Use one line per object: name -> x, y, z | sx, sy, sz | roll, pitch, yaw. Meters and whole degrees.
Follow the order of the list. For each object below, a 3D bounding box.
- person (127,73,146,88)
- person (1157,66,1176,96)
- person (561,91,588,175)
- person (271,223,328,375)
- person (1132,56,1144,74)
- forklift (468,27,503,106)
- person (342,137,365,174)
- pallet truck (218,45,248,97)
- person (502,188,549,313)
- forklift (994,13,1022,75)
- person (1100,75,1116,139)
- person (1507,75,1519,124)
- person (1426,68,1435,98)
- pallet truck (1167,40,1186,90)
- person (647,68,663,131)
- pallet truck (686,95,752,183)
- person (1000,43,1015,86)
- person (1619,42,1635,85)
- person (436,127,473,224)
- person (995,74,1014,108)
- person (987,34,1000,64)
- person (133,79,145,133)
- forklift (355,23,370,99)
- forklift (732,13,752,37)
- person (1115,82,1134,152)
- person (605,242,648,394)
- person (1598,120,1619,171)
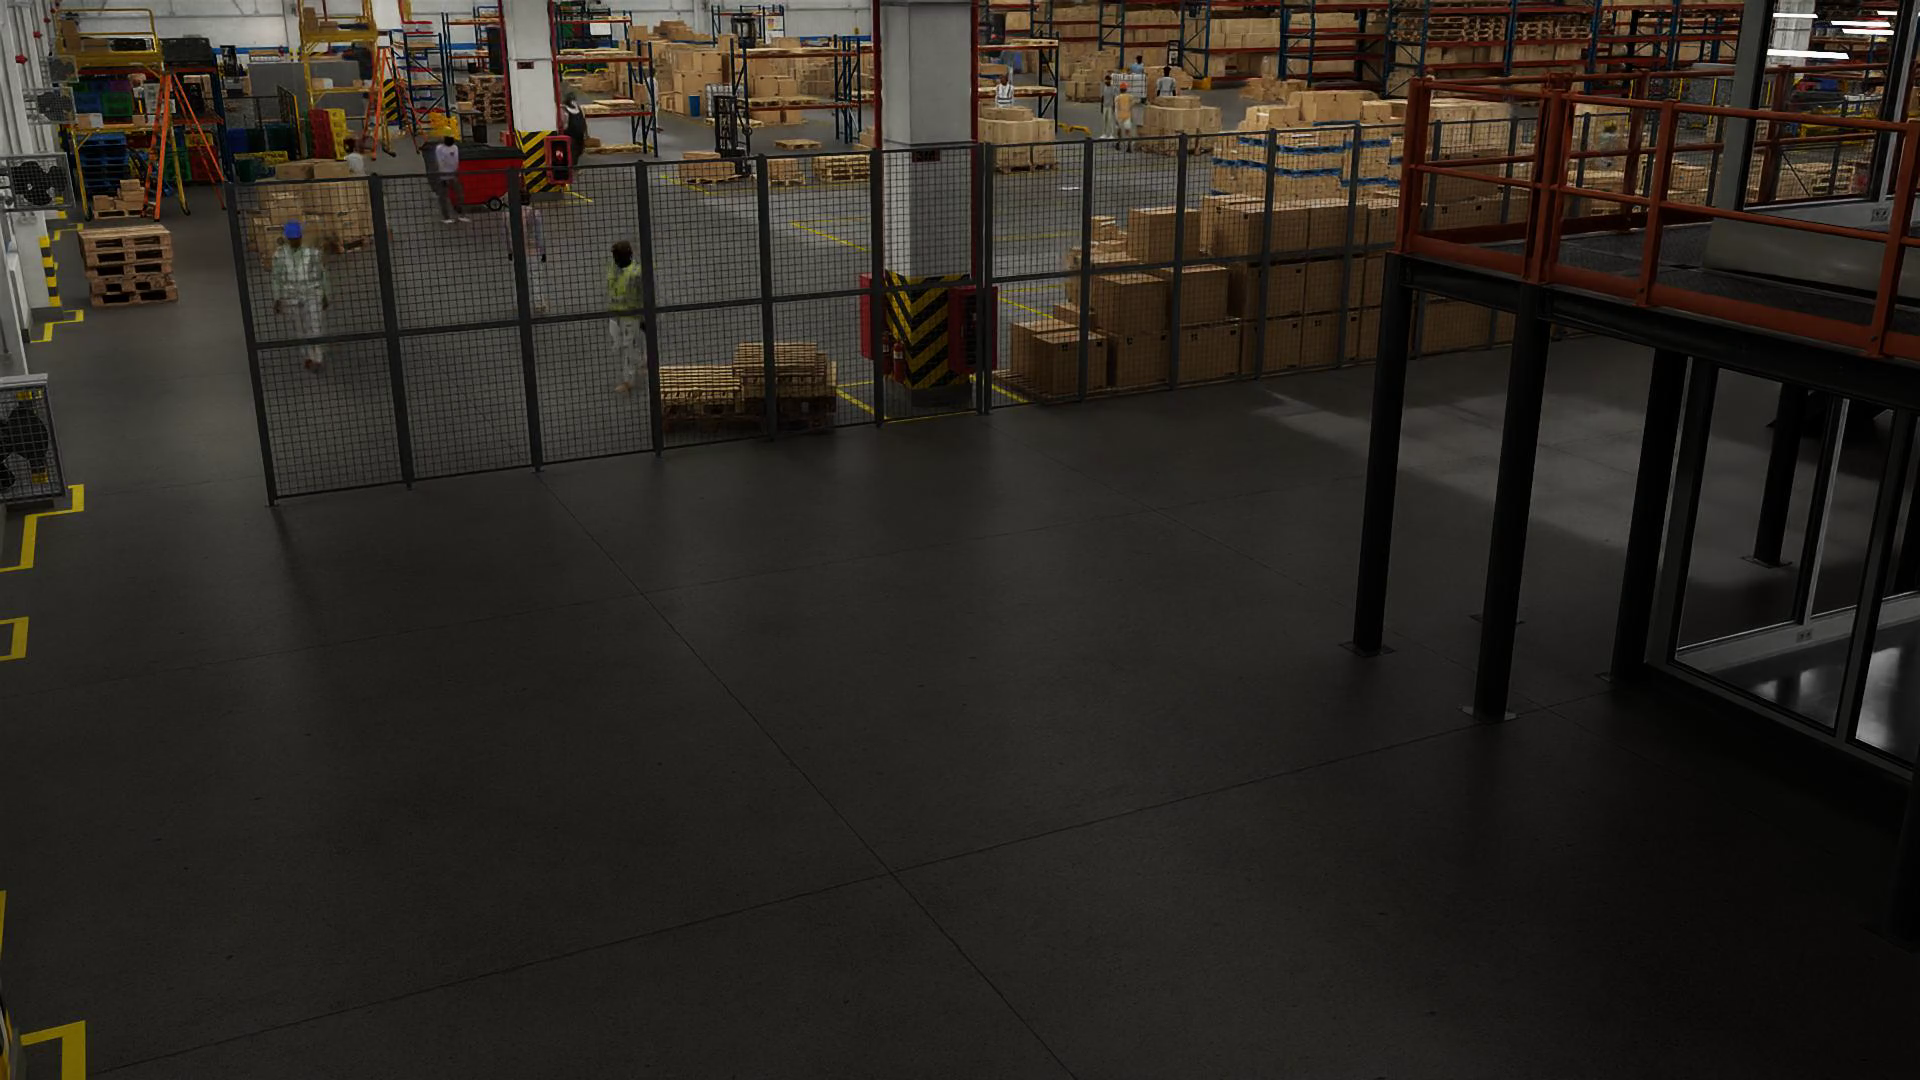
person -> -27.182, -14.806, 55.040 | 0.376, 1.921, 0.586 | 18, 26, 41
person -> 6.484, -13.897, 52.336 | 0.612, 1.965, 0.361 | 0, 19, -1
person -> -9.629, -10.128, 41.298 | 0.776, 2.000, 0.680 | 17, 25, 40
person -> -8.300, -3.028, 20.923 | 0.618, 1.898, 0.969 | -4, 19, -11
person -> 6.896, -17.992, 64.669 | 0.538, 1.667, 0.829 | -12, 23, -32
forklift -> -17.087, -17.398, 61.104 | 1.873, 2.768, 1.129 | -9, 21, -25
person -> -11.518, -6.782, 31.896 | 0.591, 1.843, 0.514 | 4, 20, 12
pallet truck -> -28.879, -18.665, 66.111 | 0.823, 1.965, 1.885 | -3, 19, -9
person -> -6.421, -4.284, 24.661 | 0.634, 1.839, 0.429 | 4, 19, 10
forklift -> 1.912, -23.445, 78.631 | 1.873, 2.768, 1.129 | 6, 20, 17
person -> 4.432, -12.945, 49.742 | 0.530, 1.857, 0.324 | 14, 23, 35
person -> 17.075, -13.414, 51.252 | 0.512, 1.747, 0.556 | 0, 19, -1
person -> 16.091, -15.374, 57.110 | 0.523, 1.638, 0.312 | -17, 25, -40
pallet truck -> 9.045, -19.971, 69.895 | 0.823, 1.965, 1.885 | -3, 19, -8
person -> -9.591, -13.807, 52.115 | 0.372, 1.940, 0.631 | -11, 22, -28
pallet truck -> -5.836, -9.608, 39.856 | 0.823, 1.965, 1.885 | 10, 22, 27
person -> 1.981, -19.572, 68.838 | 0.628, 1.933, 0.378 | 4, 19, 12
person -> 28.642, -20.445, 71.259 | 0.635, 2.000, 0.983 | -1, 19, -4
person -> -10.115, -7.244, 33.159 | 0.771, 1.898, 0.614 | 11, 22, 29
person -> 1.323, -12.963, 49.752 | 0.584, 1.882, 0.337 | 7, 20, 19
person -> 1.534, -22.432, 77.066 | 0.620, 1.979, 0.424 | -13, 23, -33
person -> -25.353, -13.401, 51.411 | 0.525, 1.628, 0.314 | 5, 20, 14
forklift -> -23.103, -18.770, 65.082 | 1.129, 2.768, 1.873 | 14, 23, 35
forklift -> -10.318, -23.659, 79.254 | 1.129, 2.768, 1.873 | -3, 19, -8
person -> 4.570, -11.778, 46.300 | 0.549, 1.899, 0.956 | -2, 19, -6
person -> -4.009, -2.720, 20.147 | 0.640, 1.824, 0.670 | 12, 22, 30
person -> 14.296, -8.413, 36.798 | 0.426, 1.729, 0.497 | -3, 19, -10
